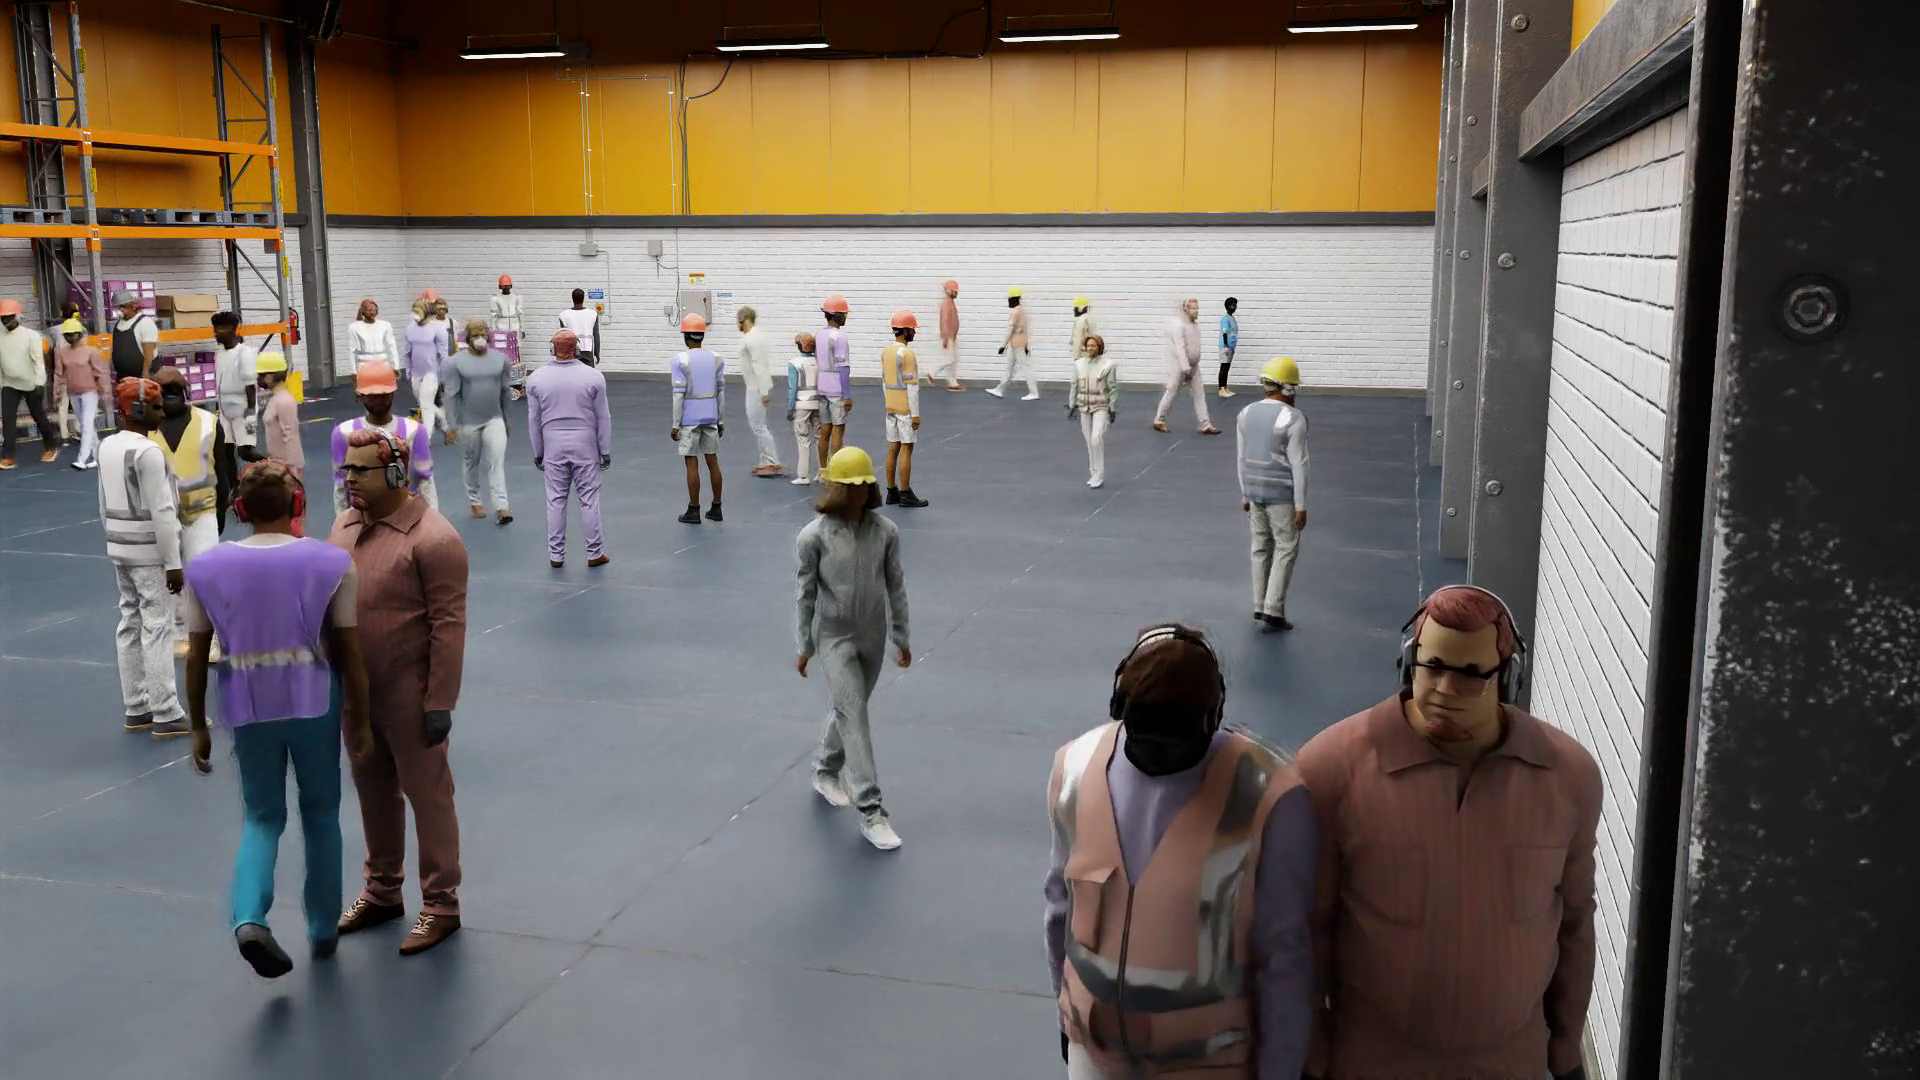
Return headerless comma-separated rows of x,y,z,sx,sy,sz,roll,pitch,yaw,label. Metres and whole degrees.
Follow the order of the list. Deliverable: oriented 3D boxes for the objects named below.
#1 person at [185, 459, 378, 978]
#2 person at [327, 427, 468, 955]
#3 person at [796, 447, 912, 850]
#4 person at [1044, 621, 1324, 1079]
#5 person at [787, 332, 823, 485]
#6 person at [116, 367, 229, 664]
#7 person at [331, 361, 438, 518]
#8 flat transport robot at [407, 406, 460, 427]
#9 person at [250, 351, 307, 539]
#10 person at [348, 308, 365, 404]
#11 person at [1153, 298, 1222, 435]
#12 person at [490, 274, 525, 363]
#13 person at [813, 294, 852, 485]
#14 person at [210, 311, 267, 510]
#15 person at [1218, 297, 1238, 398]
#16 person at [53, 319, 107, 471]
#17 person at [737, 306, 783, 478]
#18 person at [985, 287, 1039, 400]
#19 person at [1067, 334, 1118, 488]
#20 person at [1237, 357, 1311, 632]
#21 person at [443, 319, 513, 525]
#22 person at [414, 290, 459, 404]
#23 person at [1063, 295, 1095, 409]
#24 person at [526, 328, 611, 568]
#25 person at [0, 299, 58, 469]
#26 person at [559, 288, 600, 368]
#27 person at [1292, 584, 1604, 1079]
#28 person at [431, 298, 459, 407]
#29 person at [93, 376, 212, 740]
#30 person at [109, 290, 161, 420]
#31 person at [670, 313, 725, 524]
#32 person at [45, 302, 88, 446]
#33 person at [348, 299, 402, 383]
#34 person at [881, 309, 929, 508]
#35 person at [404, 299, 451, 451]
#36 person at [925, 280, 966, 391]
-2.364,0.637,5.785,0.614,1.815,0.632,-2,10,-13,person
-2.085,0.541,6.064,0.643,1.909,0.410,5,11,28,person
-0.470,0.426,7.312,0.499,1.697,0.886,-6,12,-32,person
0.469,1.036,3.535,0.639,1.814,0.615,7,12,33,person
-1.631,-1.404,17.839,0.522,1.638,0.310,-9,14,-42,person
-4.772,-0.129,10.130,0.632,1.815,0.782,-5,11,-25,person
-3.345,-0.098,9.735,0.565,1.882,0.975,-4,11,-23,person
-7.206,-1.779,23.831,1.431,0.197,0.652,7,12,34,flat transport robot
-5.218,-0.568,12.755,0.364,1.751,0.552,-6,12,-30,person
-9.442,-2.901,26.381,0.509,1.611,0.627,-5,11,-27,person
3.076,-2.357,22.647,1.019,1.857,0.634,9,14,42,person
-8.487,-3.966,31.246,0.614,2.030,0.405,-5,11,-25,person
-1.321,-1.579,17.682,0.382,2.045,0.605,-7,12,-33,person
-6.988,-1.269,16.212,0.619,1.939,0.661,6,12,31,person
4.551,-3.270,28.238,0.322,1.696,0.530,4,11,22,person
-10.078,-1.649,18.982,0.545,1.722,0.876,1,10,6,person
-2.250,-1.649,18.502,0.494,1.894,0.679,-1,10,-7,person
0.884,-3.268,27.737,1.001,1.871,0.603,2,10,14,person
1.388,-1.364,17.638,0.512,1.620,0.621,7,12,35,person
2.104,-0.303,11.104,0.471,1.823,0.613,-7,12,-35,person
-4.421,-1.085,15.350,0.648,1.880,1.039,-6,11,-29,person
-7.997,-2.844,25.296,1.020,1.875,0.562,10,14,43,person
1.969,-2.914,25.930,0.696,1.810,0.591,4,11,20,person
-3.091,-0.727,13.235,0.643,1.913,0.410,-1,10,-4,person
-10.915,-1.831,19.391,0.625,1.951,1.015,0,10,0,person
-5.730,-2.829,25.118,0.590,1.919,0.392,-3,10,-16,person
0.963,1.023,3.350,0.644,1.904,0.399,0,10,1,person
-7.458,-2.571,23.952,0.529,1.818,0.796,-6,12,-30,person
-4.232,0.094,8.658,0.572,1.886,0.354,7,12,36,person
-10.504,-2.185,21.125,0.720,2.000,0.776,5,11,24,person
-2.439,-1.119,15.379,0.552,1.934,0.373,-8,13,-39,person
-11.472,-2.141,21.431,0.686,1.838,0.590,0,10,-3,person
-7.801,-2.280,22.220,0.594,1.842,0.951,-7,12,-35,person
-0.552,-1.288,16.336,0.354,1.939,0.544,-6,12,-32,person
-6.661,-2.081,20.925,0.638,1.914,0.886,4,11,23,person
-0.232,-3.591,29.279,0.602,1.976,0.619,2,10,13,person
